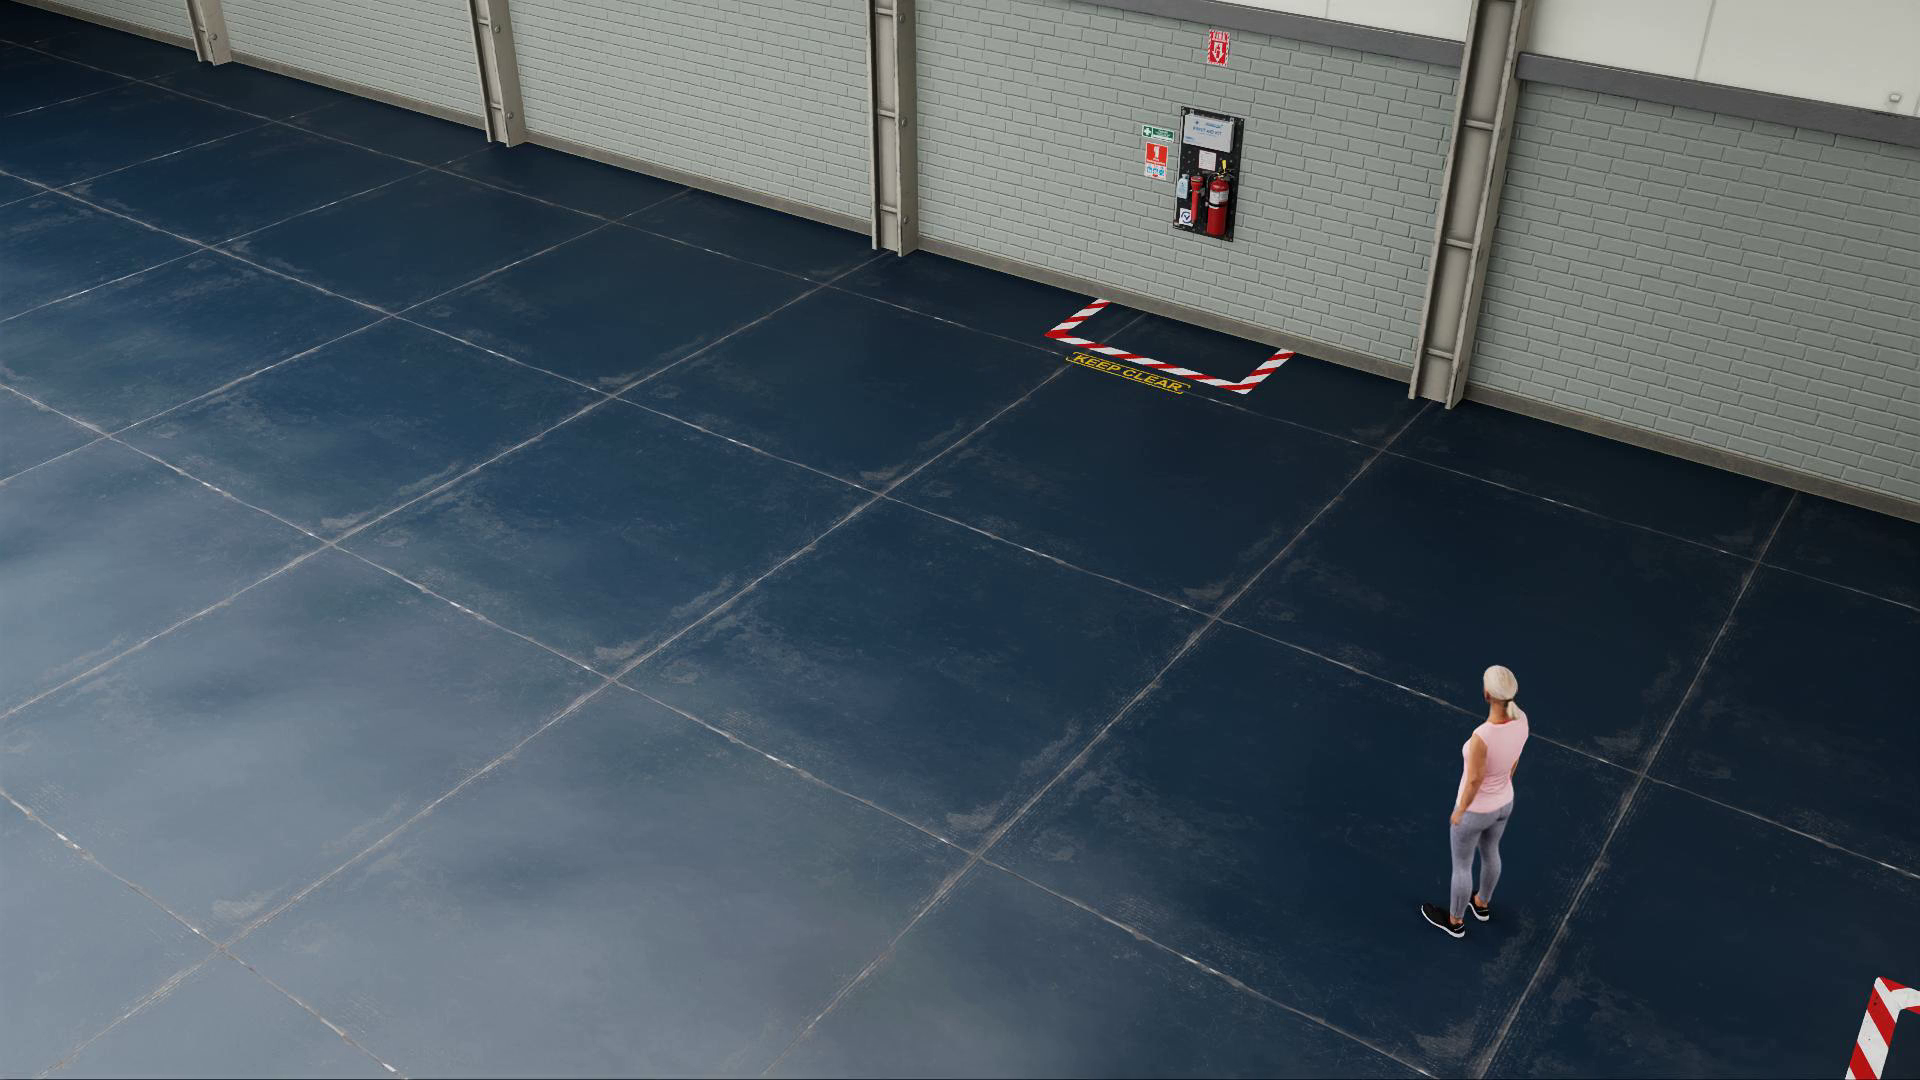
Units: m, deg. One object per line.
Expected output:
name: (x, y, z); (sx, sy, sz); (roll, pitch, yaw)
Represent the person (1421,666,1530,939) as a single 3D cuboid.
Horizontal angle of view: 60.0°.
person: (2.813, 1.409, 8.911); (0.642, 1.720, 0.650); (-17, 36, -25)
